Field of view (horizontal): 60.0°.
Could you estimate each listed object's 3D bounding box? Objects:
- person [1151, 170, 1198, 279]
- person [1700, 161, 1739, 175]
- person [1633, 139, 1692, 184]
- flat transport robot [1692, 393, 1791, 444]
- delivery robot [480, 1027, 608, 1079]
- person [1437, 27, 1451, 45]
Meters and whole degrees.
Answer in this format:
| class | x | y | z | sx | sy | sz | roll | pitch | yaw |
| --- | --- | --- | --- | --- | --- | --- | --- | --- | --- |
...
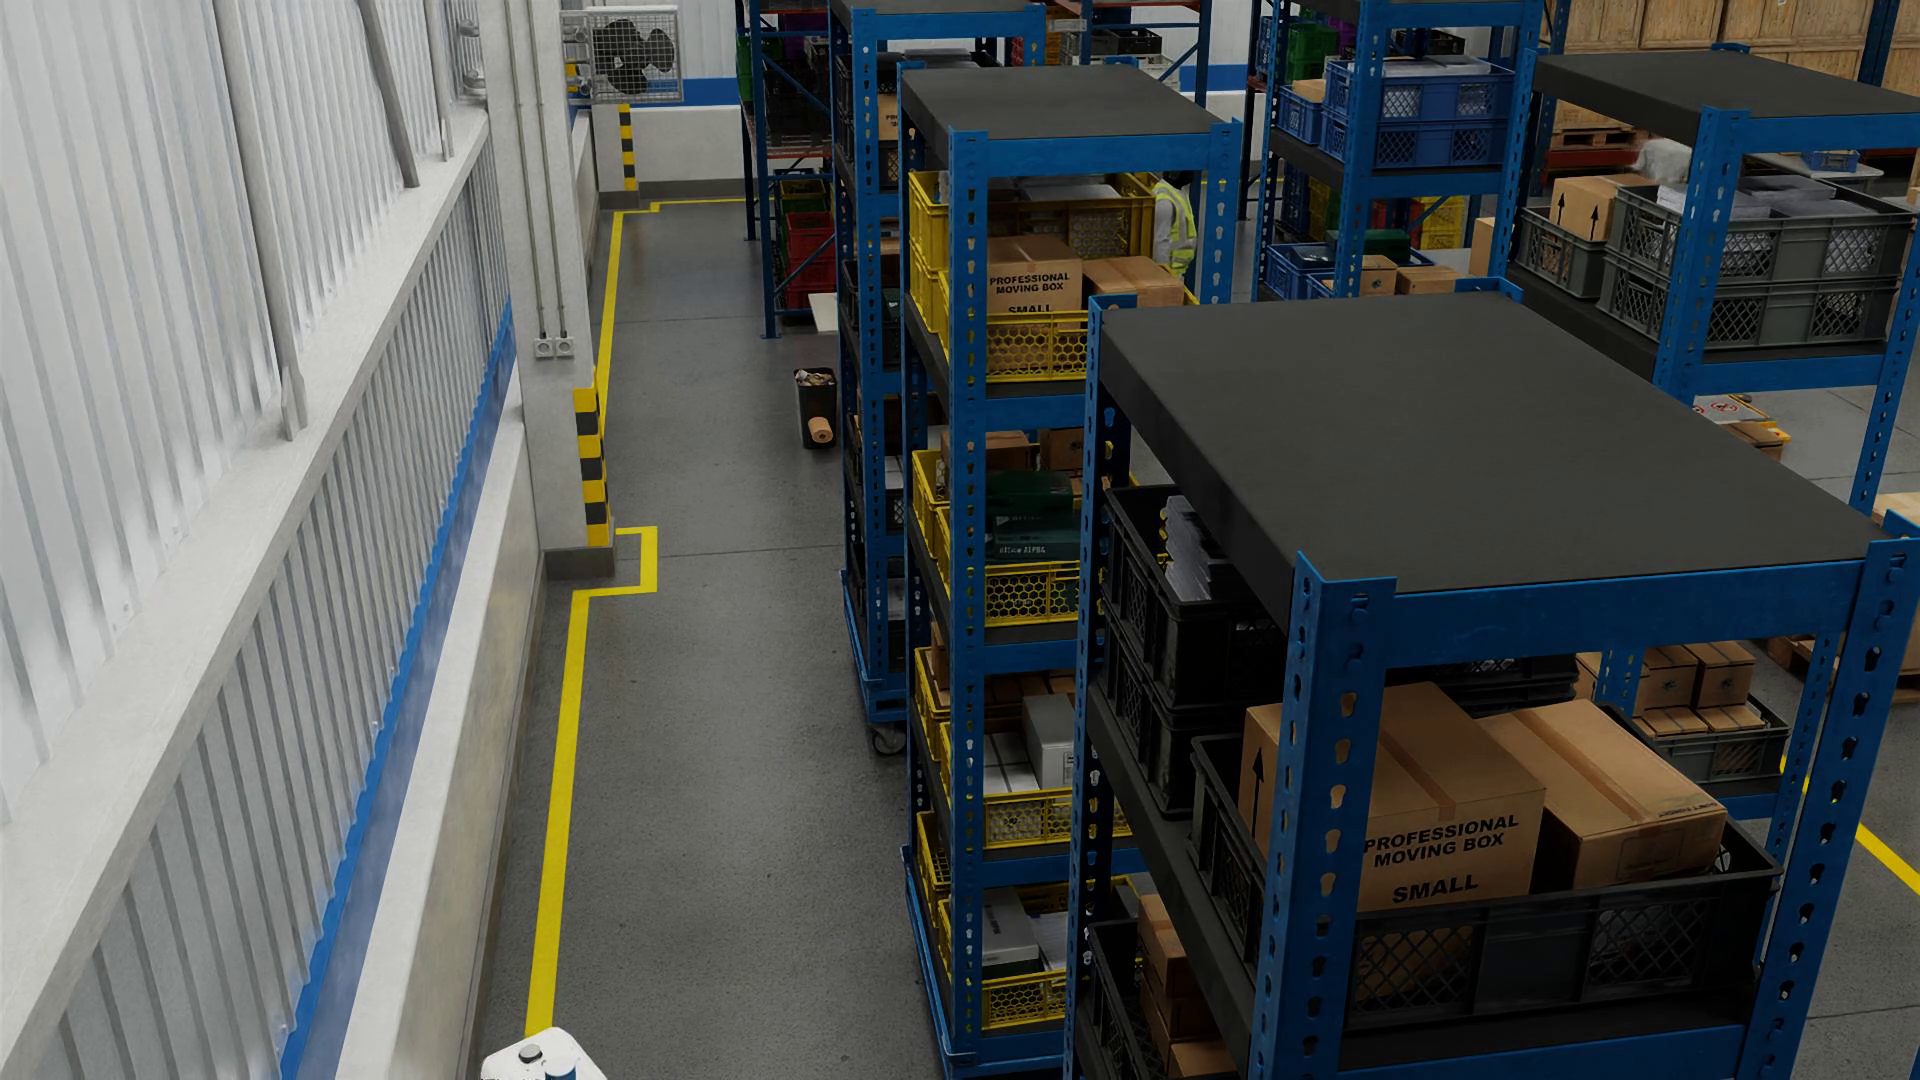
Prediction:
| class | x | y | z | sx | sy | sz | roll | pitch | yaw |
| --- | --- | --- | --- | --- | --- | --- | --- | --- | --- |
| person | 1.643 | -2.158 | 13.107 | 0.430 | 1.836 | 0.629 | 6 | 25 | 13 |
| person | 6.839 | -3.096 | 15.089 | 0.579 | 1.878 | 0.342 | -22 | 33 | -39 |
| person | 6.058 | -2.882 | 14.681 | 0.691 | 1.829 | 0.402 | 12 | 27 | 24 |
| flat transport robot | 5.224 | -0.859 | 12.132 | 1.431 | 0.197 | 0.652 | -4 | 25 | -8 |
| delivery robot | -1.322 | 1.948 | 5.586 | 0.477 | 0.478 | 0.707 | -18 | 30 | -34 |
| person | 5.280 | -4.760 | 18.654 | 0.632 | 1.940 | 0.406 | 8 | 26 | 16 |
